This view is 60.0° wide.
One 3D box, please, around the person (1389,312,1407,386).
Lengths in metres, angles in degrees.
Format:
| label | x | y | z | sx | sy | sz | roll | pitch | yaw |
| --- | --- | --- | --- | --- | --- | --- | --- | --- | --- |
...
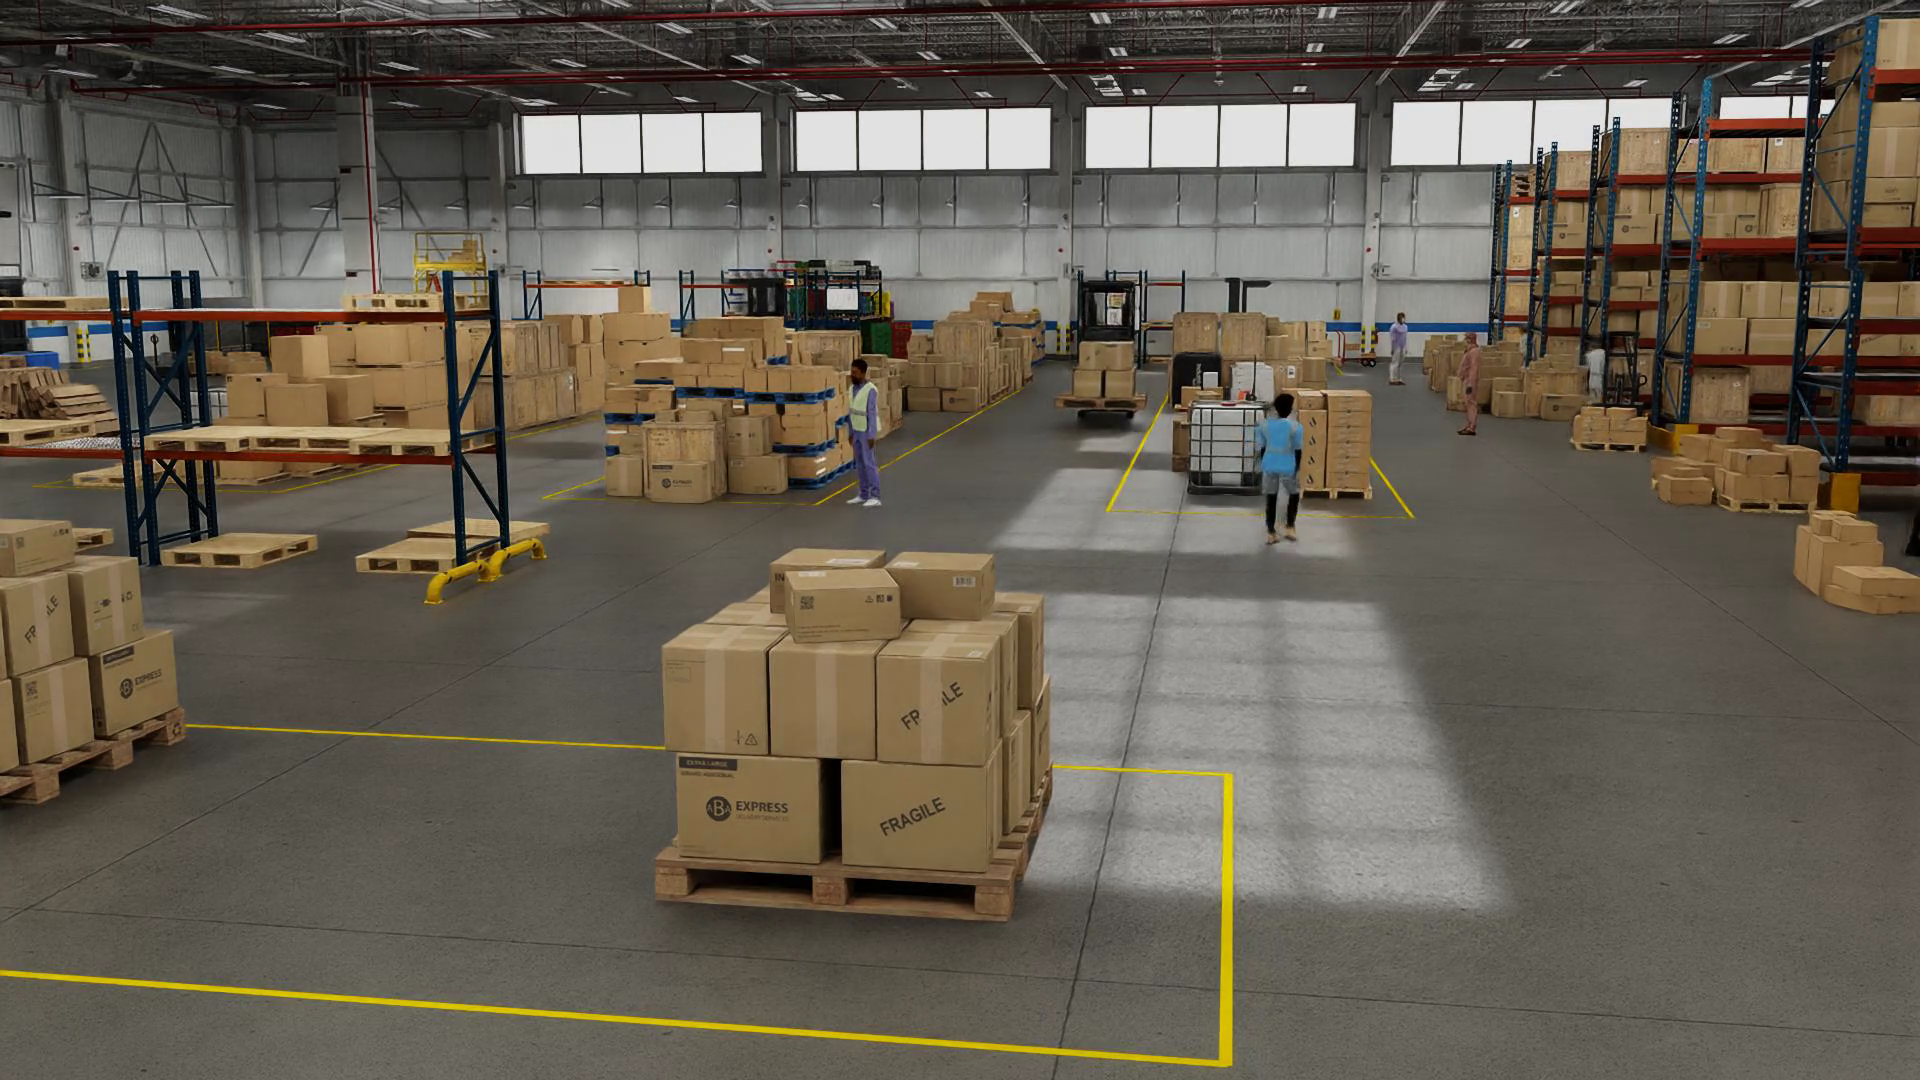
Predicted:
| label | x | y | z | sx | sy | sz | roll | pitch | yaw |
| --- | --- | --- | --- | --- | --- | --- | --- | --- | --- |
| person | 11.584 | -5.044 | 43.916 | 0.635 | 1.937 | 0.352 | -8 | 12 | -39 |

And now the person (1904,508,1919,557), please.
| label | x | y | z | sx | sy | sz | roll | pitch | yaw |
| --- | --- | --- | --- | --- | --- | --- | --- | --- | --- |
| person | 10.465 | -0.748 | 17.582 | 1.020 | 1.884 | 0.560 | -3 | 10 | -16 |

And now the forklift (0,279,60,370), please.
| label | x | y | z | sx | sy | sz | roll | pitch | yaw |
| --- | --- | --- | --- | --- | --- | --- | --- | --- | --- |
| forklift | -22.592 | -4.798 | 39.505 | 1.873 | 2.768 | 1.129 | 1 | 9 | 9 |

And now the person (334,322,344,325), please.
| label | x | y | z | sx | sy | sz | roll | pitch | yaw |
| --- | --- | --- | --- | --- | --- | --- | --- | --- | --- |
| person | -18.416 | -5.999 | 49.925 | 0.661 | 1.909 | 0.769 | -2 | 9 | -13 |

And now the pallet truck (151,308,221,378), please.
| label | x | y | z | sx | sy | sz | roll | pitch | yaw |
| --- | --- | --- | --- | --- | --- | --- | --- | --- | --- |
| pallet truck | -21.869 | -5.598 | 47.154 | 0.823 | 1.965 | 1.885 | 4 | 10 | 26 |

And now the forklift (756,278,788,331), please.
| label | x | y | z | sx | sy | sz | roll | pitch | yaw |
| --- | --- | --- | --- | --- | --- | --- | --- | --- | --- |
| forklift | -5.015 | -5.605 | 44.485 | 1.873 | 2.768 | 1.129 | 6 | 11 | 33 |

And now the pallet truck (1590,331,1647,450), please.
| label | x | y | z | sx | sy | sz | roll | pitch | yaw |
| --- | --- | --- | --- | --- | --- | --- | --- | --- | --- |
| pallet truck | 11.253 | -2.573 | 28.499 | 0.823 | 1.965 | 1.885 | 5 | 10 | 27 |

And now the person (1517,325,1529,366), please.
| label | x | y | z | sx | sy | sz | roll | pitch | yaw |
| --- | --- | --- | --- | --- | --- | --- | --- | --- | --- |
| person | 14.754 | -4.795 | 43.324 | 0.508 | 1.621 | 0.546 | 1 | 9 | 6 |

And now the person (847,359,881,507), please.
| label | x | y | z | sx | sy | sz | roll | pitch | yaw |
| --- | --- | --- | --- | --- | --- | --- | --- | --- | --- |
| person | -1.236 | -1.385 | 21.463 | 0.389 | 1.908 | 0.586 | -6 | 11 | -32 |

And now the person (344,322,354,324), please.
| label | x | y | z | sx | sy | sz | roll | pitch | yaw |
| --- | --- | --- | --- | --- | --- | --- | --- | --- | --- |
| person | -14.329 | -4.271 | 39.150 | 0.375 | 1.940 | 0.627 | 8 | 12 | 41 |

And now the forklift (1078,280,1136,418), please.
| label | x | y | z | sx | sy | sz | roll | pitch | yaw |
| --- | --- | --- | --- | --- | --- | --- | --- | --- | --- |
| forklift | 3.097 | -3.999 | 34.577 | 1.129 | 2.768 | 1.873 | 1 | 9 | 8 |

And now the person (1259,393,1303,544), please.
| label | x | y | z | sx | sy | sz | roll | pitch | yaw |
| --- | --- | --- | --- | --- | --- | --- | --- | --- | --- |
| person | 3.575 | -0.789 | 18.479 | 0.539 | 1.680 | 0.513 | 5 | 11 | 29 |

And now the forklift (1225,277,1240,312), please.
| label | x | y | z | sx | sy | sz | roll | pitch | yaw |
| --- | --- | --- | --- | --- | --- | --- | --- | --- | --- |
| forklift | 7.922 | -6.231 | 48.347 | 1.873 | 2.768 | 1.129 | 1 | 9 | 9 |

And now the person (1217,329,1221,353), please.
| label | x | y | z | sx | sy | sz | roll | pitch | yaw |
| --- | --- | --- | --- | --- | --- | --- | --- | --- | --- |
| person | 6.704 | -4.685 | 41.708 | 1.038 | 1.945 | 0.641 | -7 | 12 | -37 |

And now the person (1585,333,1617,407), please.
| label | x | y | z | sx | sy | sz | roll | pitch | yaw |
| --- | --- | --- | --- | --- | --- | --- | --- | --- | --- |
| person | 11.546 | -2.783 | 29.974 | 0.442 | 1.933 | 0.634 | -3 | 10 | -16 |

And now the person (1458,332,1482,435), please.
| label | x | y | z | sx | sy | sz | roll | pitch | yaw |
| --- | --- | --- | --- | --- | --- | --- | --- | --- | --- |
| person | 9.404 | -2.885 | 30.719 | 0.401 | 1.905 | 0.642 | 3 | 10 | 18 |
